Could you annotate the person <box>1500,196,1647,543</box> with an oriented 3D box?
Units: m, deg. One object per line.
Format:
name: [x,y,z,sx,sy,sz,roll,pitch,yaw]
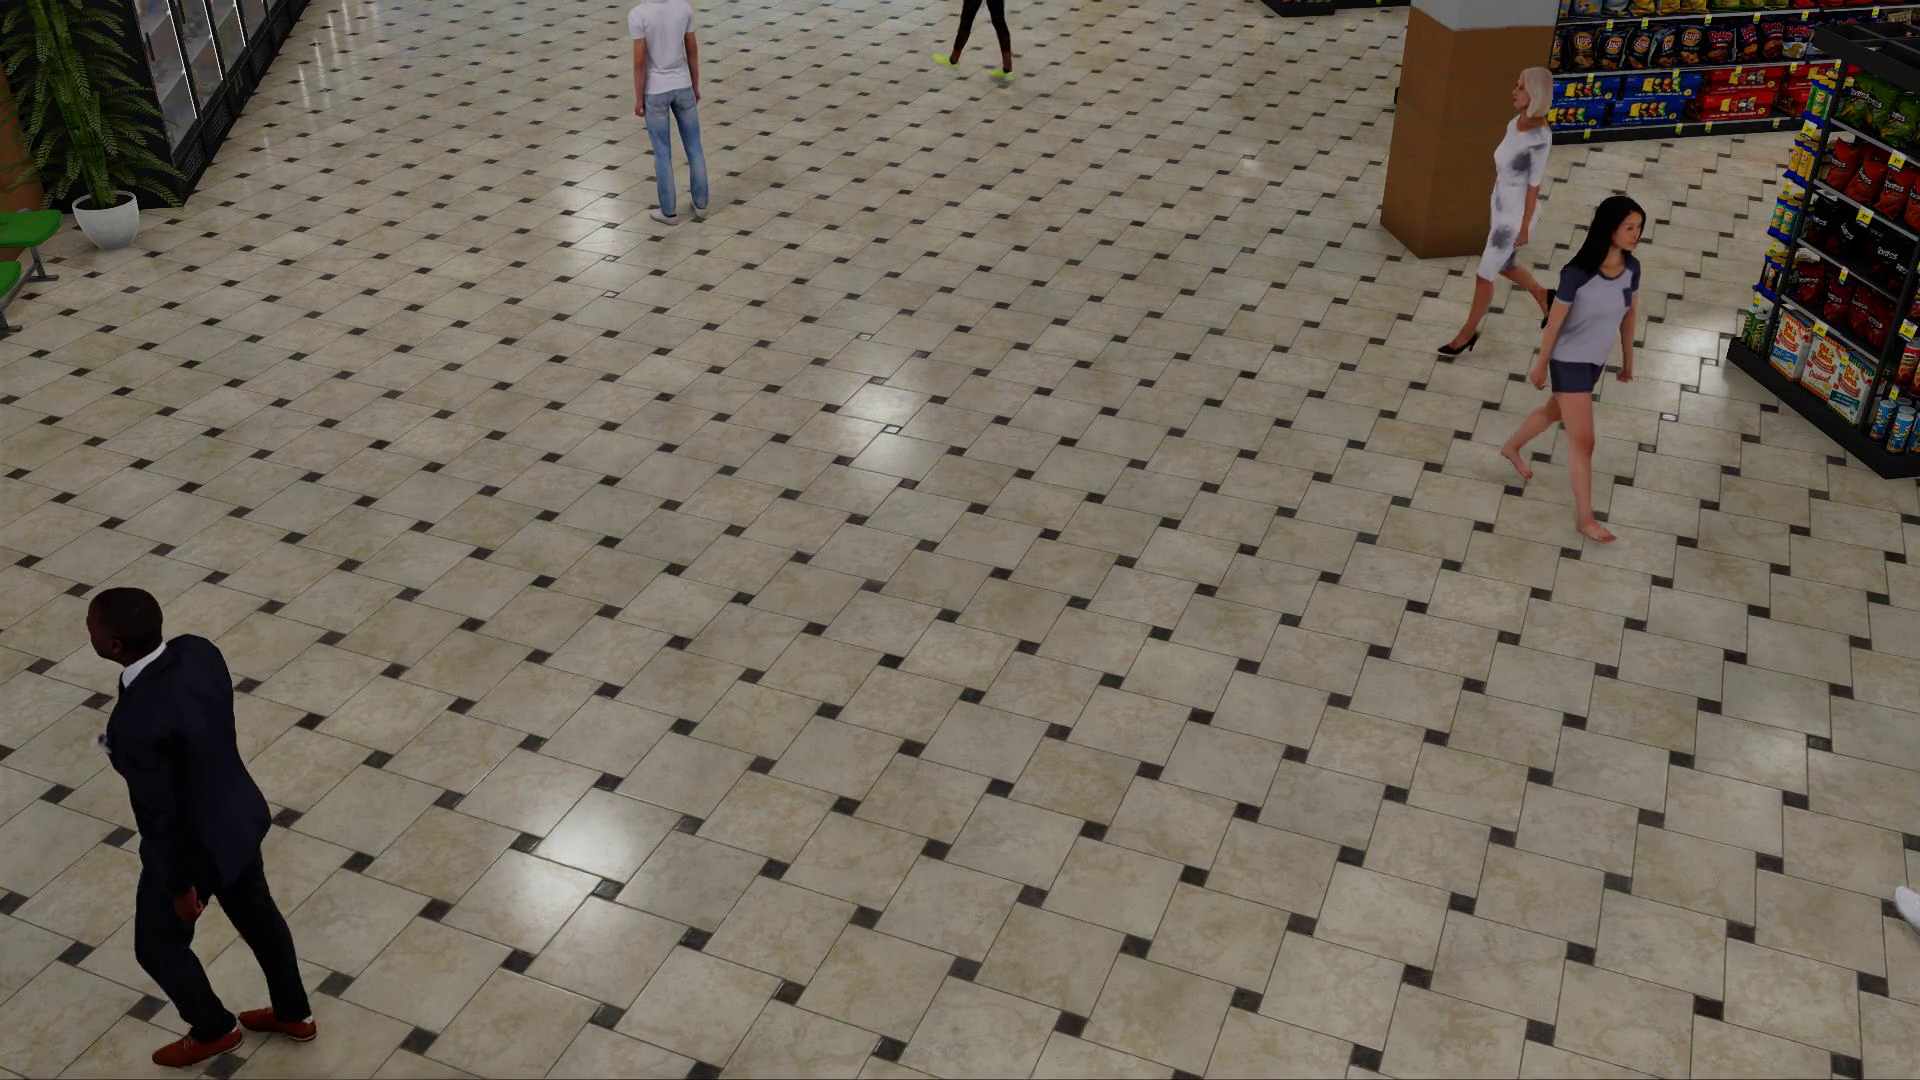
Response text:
person: [3.015,-0.907,8.232,1.160,1.655,0.900,-15,35,-23]

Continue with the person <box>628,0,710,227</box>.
person: [-2.037,-3.133,11.625,0.634,1.850,0.785,-19,37,-27]

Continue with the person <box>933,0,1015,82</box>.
person: [0.307,-4.863,14.530,1.081,1.718,1.020,20,37,29]

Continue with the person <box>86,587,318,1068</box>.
person: [-2.261,0.931,5.137,0.833,1.806,0.809,3,32,4]

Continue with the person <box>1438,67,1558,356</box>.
person: [3.303,-1.905,9.771,1.039,1.725,0.601,-4,32,-6]
